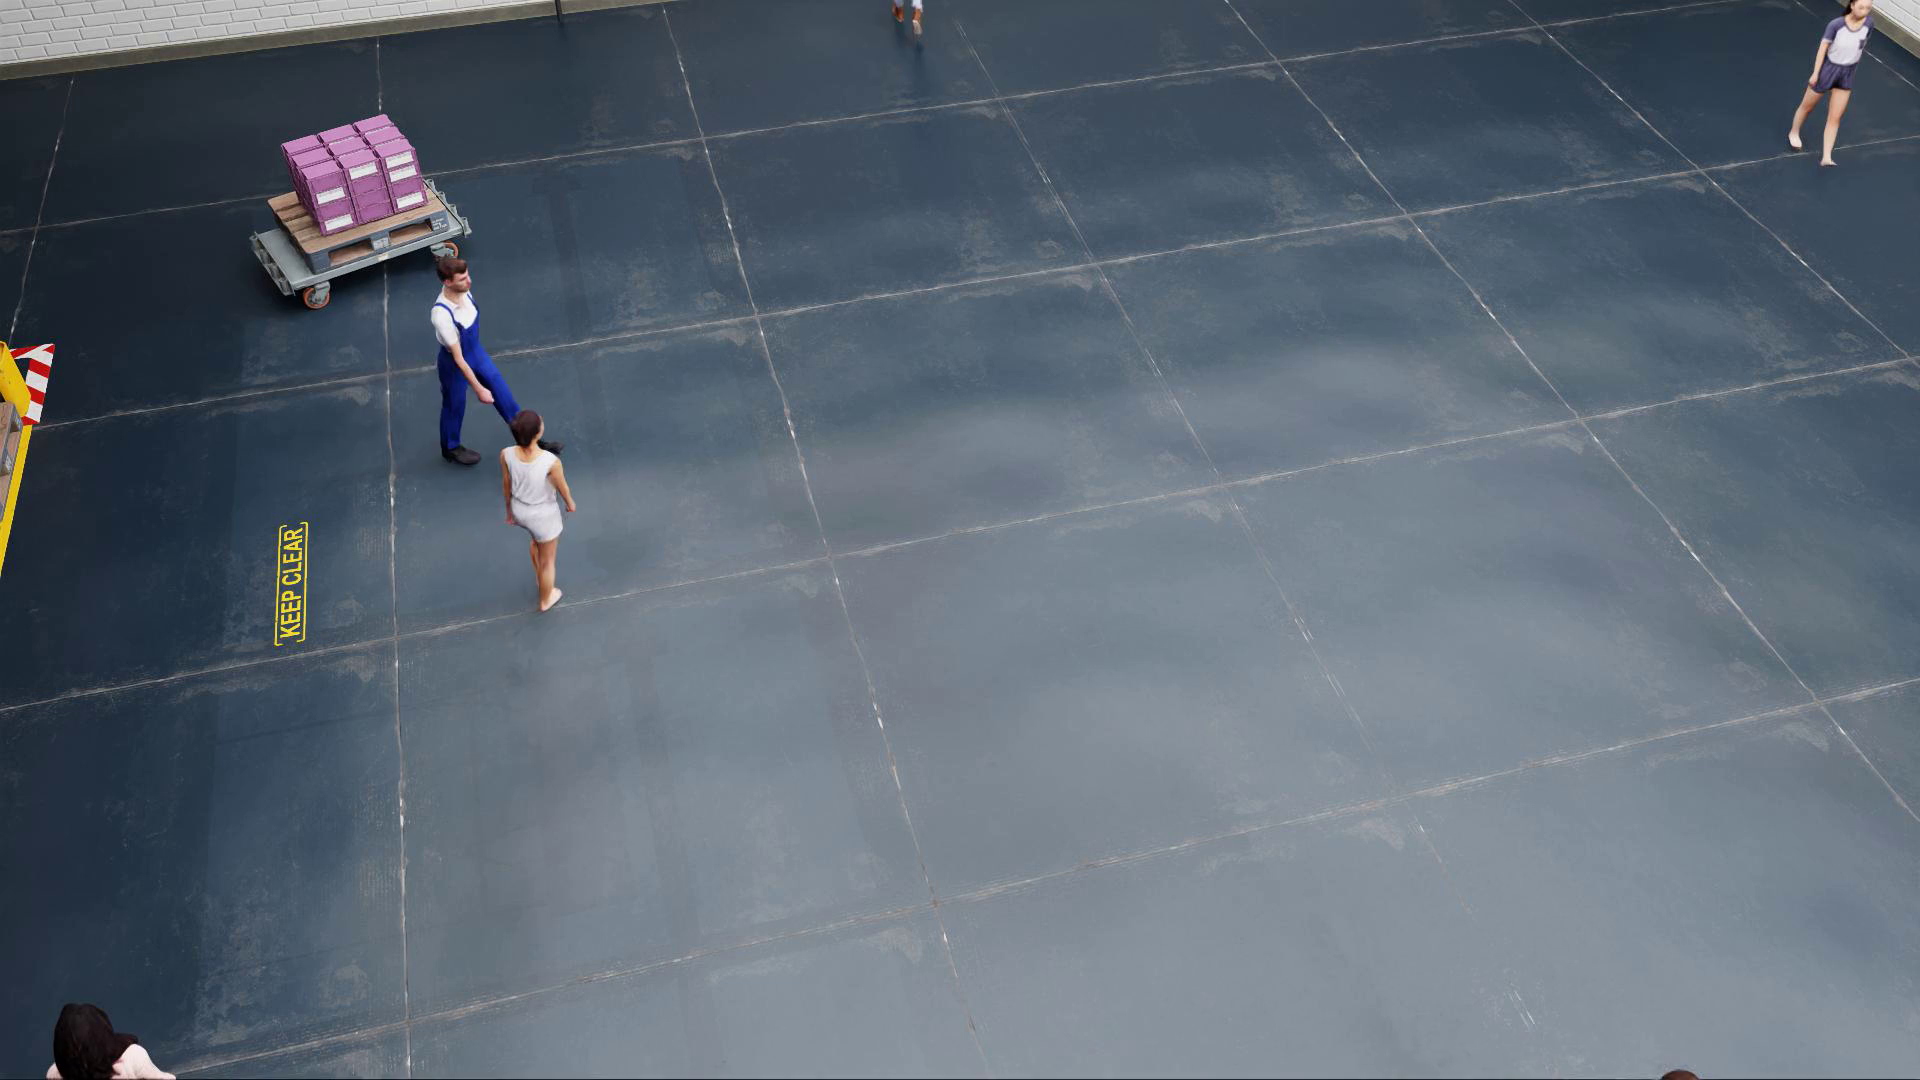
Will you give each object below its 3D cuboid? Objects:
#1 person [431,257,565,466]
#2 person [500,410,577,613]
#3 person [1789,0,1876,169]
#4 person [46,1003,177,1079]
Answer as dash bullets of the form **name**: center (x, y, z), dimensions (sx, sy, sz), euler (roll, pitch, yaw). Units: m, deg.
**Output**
- **person**: center (-3.659, -1.258, 11.972), dimensions (1.090, 1.799, 1.230), euler (10, 44, 10)
- **person**: center (-2.816, -0.131, 10.926), dimensions (0.741, 1.611, 0.796), euler (12, 45, 12)
- **person**: center (7.984, -4.300, 15.298), dimensions (0.800, 1.615, 1.070), euler (0, 44, 0)
- **person**: center (-3.871, 2.726, 7.812), dimensions (0.658, 1.768, 0.551), euler (-8, 44, -8)
